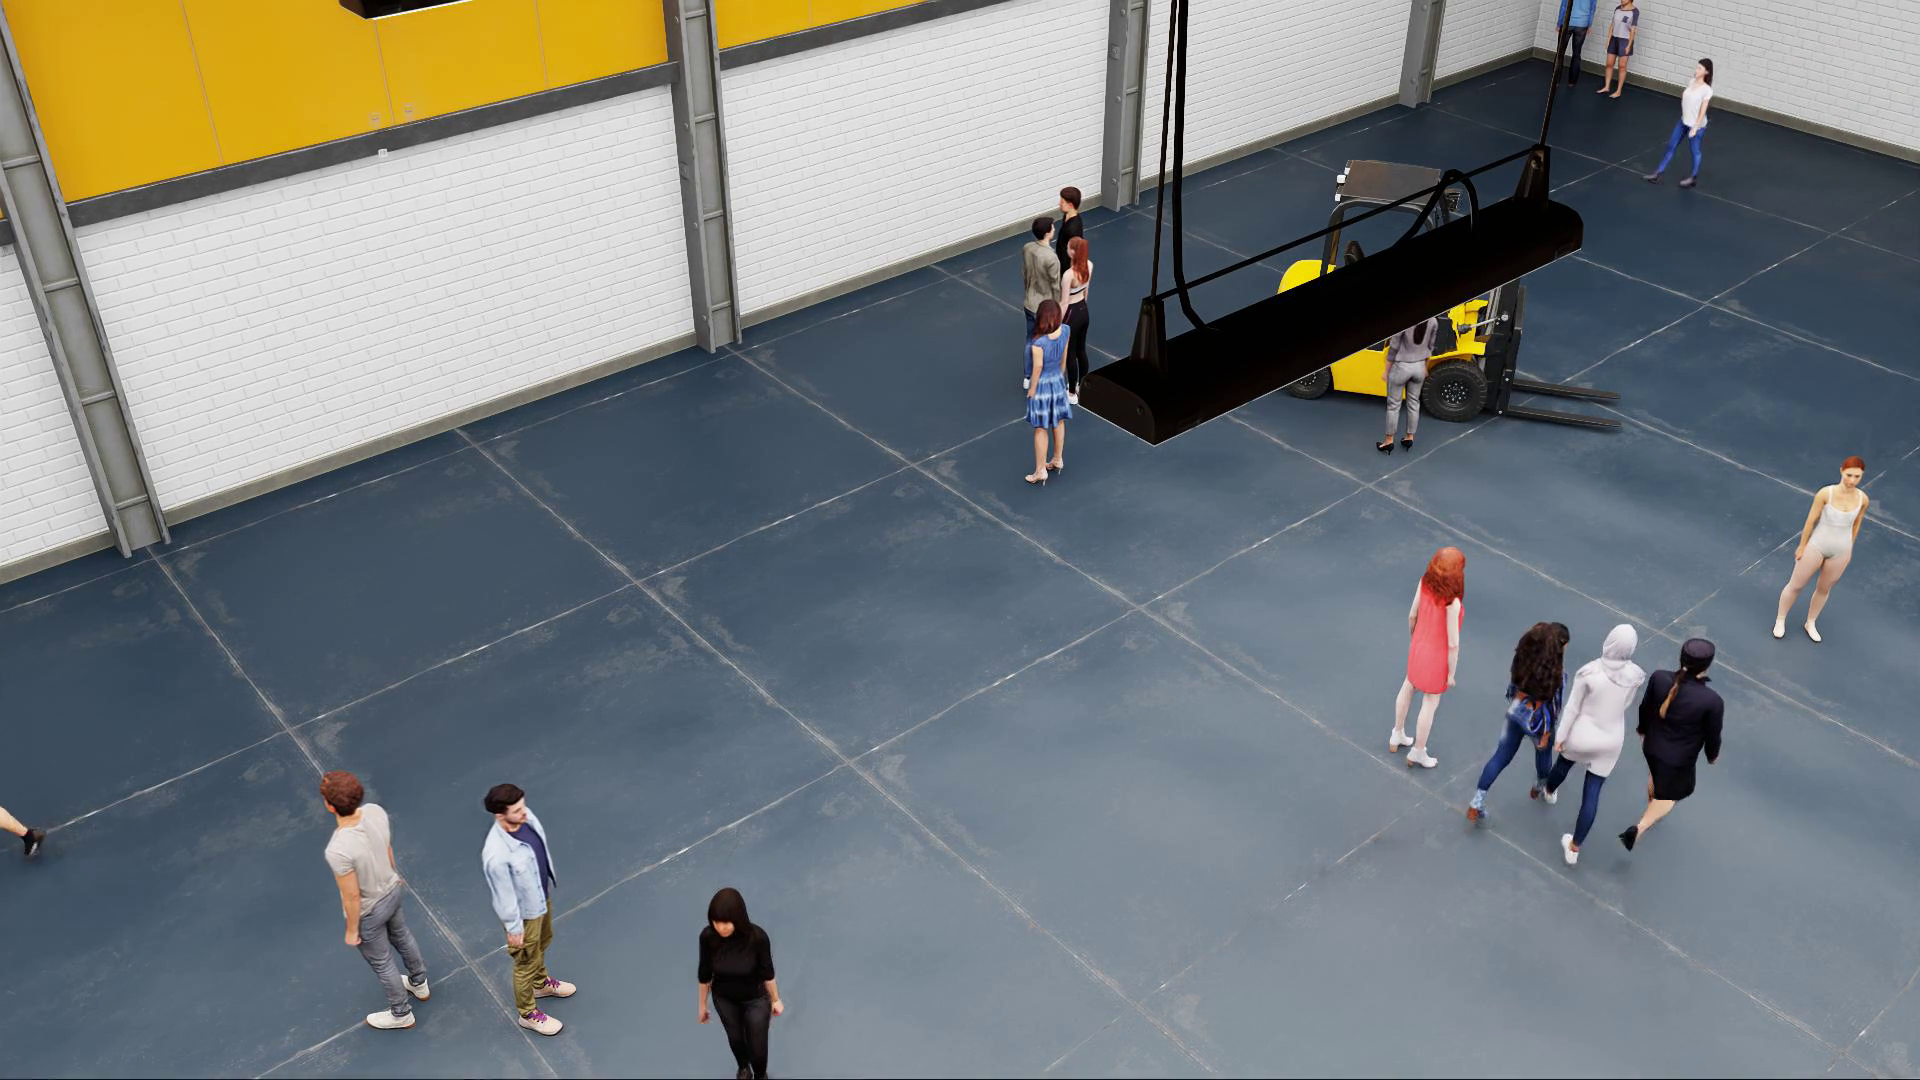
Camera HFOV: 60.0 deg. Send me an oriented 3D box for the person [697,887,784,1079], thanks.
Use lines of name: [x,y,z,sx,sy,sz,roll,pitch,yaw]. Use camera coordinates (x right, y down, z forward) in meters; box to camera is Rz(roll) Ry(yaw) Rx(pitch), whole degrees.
person: [-1.222,2.514,9.379,0.709,1.631,0.768,3,34,5]

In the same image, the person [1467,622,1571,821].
person: [3.802,1.264,11.303,1.077,1.583,0.700,-19,38,-26]

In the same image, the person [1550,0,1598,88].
person: [9.024,-7.591,24.412,0.745,1.820,0.771,8,34,12]

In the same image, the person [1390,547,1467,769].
person: [3.315,0.821,11.749,0.592,1.827,0.653,-14,36,-20]

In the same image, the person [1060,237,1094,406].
person: [1.133,-2.163,16.318,0.677,1.740,0.511,25,41,33]

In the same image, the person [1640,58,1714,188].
person: [9.328,-5.231,21.010,1.064,1.655,0.885,-8,34,-11]

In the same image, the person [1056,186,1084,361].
person: [1.130,-2.743,17.081,0.788,1.861,0.764,-2,34,-3]

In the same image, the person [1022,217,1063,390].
person: [0.794,-2.313,16.430,0.585,1.865,0.717,-22,39,-29]

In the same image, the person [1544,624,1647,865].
person: [4.207,1.390,10.980,1.065,1.731,1.141,4,34,5]

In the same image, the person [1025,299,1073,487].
person: [0.781,-1.341,15.022,0.756,1.806,0.548,26,42,34]

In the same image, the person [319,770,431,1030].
person: [-3.444,2.111,9.747,0.802,1.895,0.698,8,34,11]

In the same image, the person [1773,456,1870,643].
person: [6.798,0.063,13.055,0.613,1.644,0.653,6,34,8]

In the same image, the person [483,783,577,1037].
person: [-2.563,2.134,9.789,0.812,1.810,0.745,4,34,5]

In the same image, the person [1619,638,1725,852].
person: [4.699,1.411,11.021,0.942,1.650,0.723,-25,41,-32]

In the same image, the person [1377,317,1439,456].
person: [4.155,-1.569,15.481,0.661,1.677,0.773,-8,34,-12]

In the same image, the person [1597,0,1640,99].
person: [9.592,-7.242,24.117,0.538,1.564,0.589,-21,39,-29]
